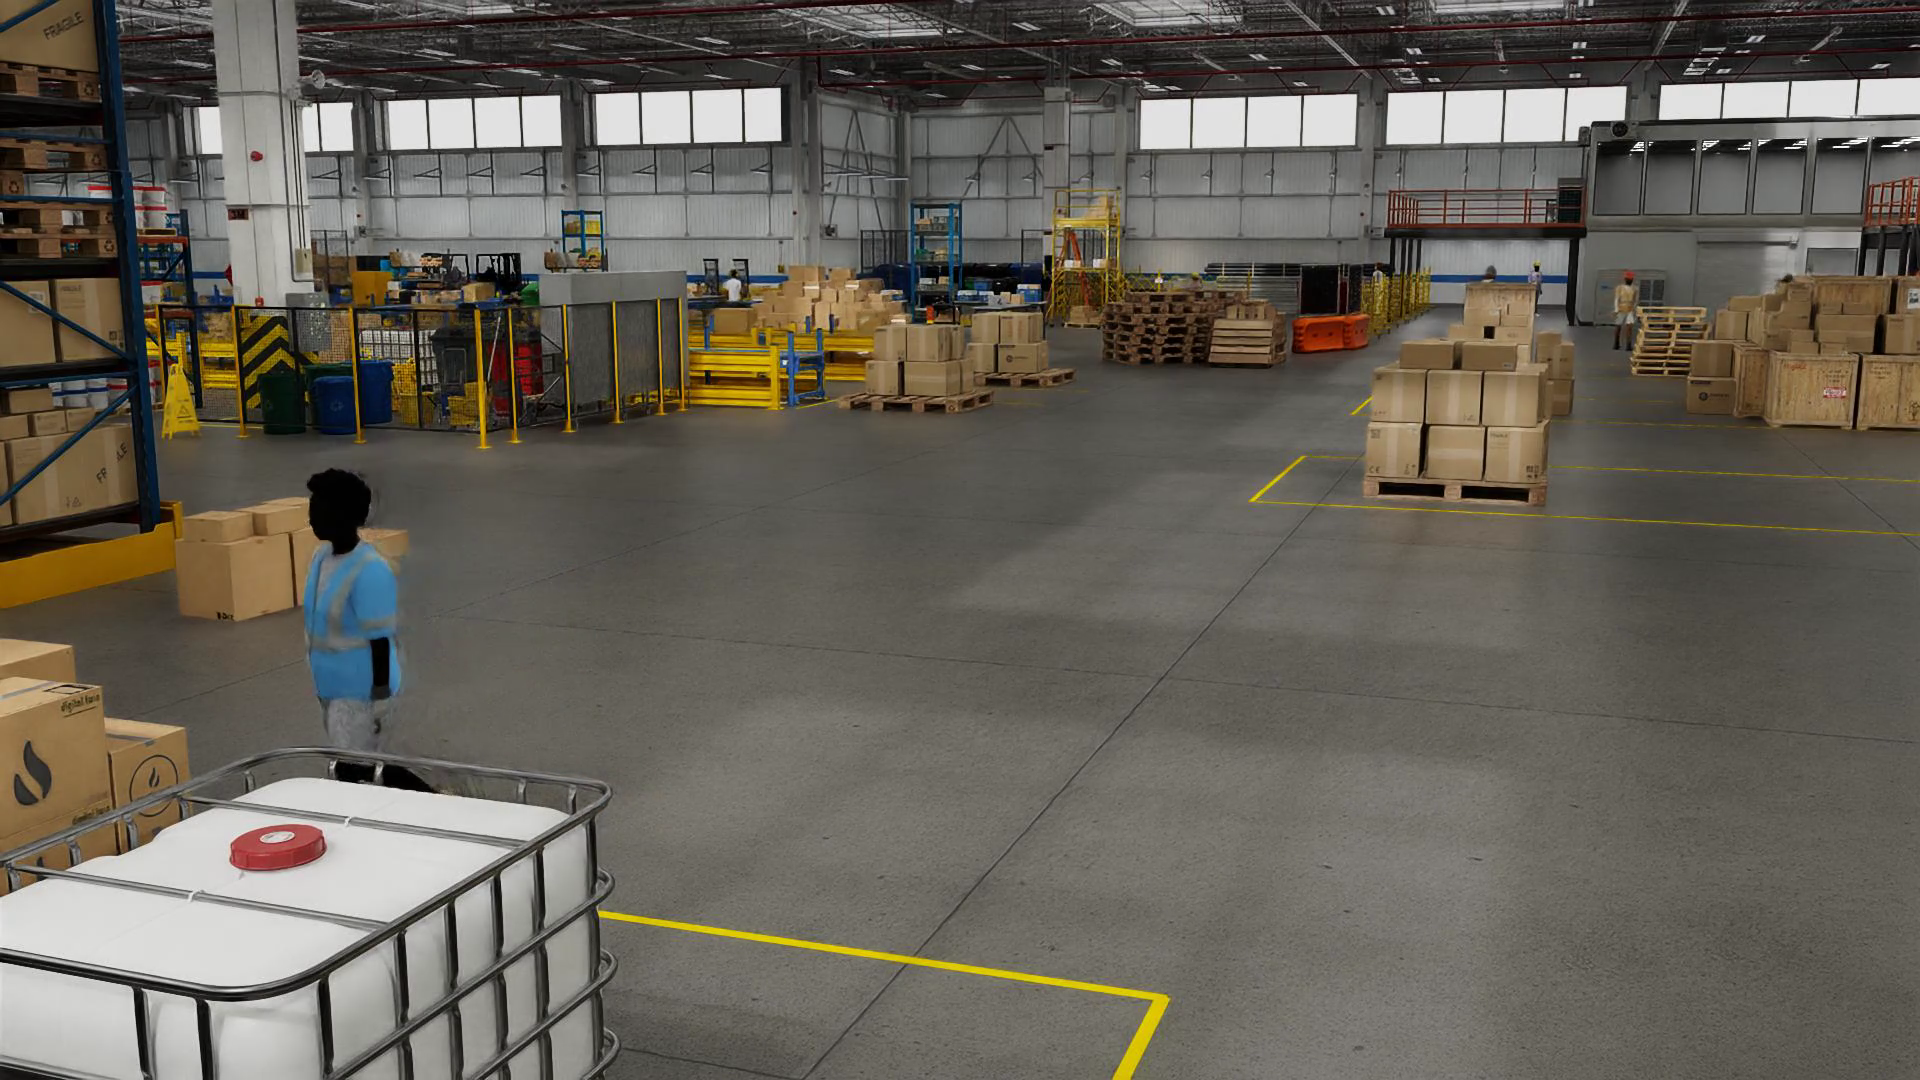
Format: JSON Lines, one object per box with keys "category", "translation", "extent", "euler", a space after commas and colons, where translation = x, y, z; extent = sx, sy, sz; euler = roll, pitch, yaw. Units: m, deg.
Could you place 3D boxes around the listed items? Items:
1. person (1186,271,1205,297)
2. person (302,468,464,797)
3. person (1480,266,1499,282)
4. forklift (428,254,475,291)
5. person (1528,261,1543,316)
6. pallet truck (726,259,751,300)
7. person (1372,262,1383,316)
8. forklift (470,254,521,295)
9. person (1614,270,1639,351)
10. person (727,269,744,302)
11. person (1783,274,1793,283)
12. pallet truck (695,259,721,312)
{"category": "person", "translation": [6.646, -6.690, 46.925], "extent": [0.530, 1.755, 0.363], "euler": [6, 12, 32]}
{"category": "person", "translation": [-2.275, 0.541, 6.403], "extent": [0.707, 1.674, 0.541], "euler": [-9, 14, -42]}
{"category": "person", "translation": [12.201, -5.298, 38.272], "extent": [0.689, 2.000, 0.759], "euler": [7, 13, 36]}
{"category": "forklift", "translation": [-20.133, -10.254, 65.465], "extent": [1.157, 1.987, 2.680], "euler": [3, 11, 19]}
{"category": "person", "translation": [20.196, -8.817, 58.400], "extent": [0.588, 1.930, 0.361], "euler": [-4, 11, -22]}
{"category": "pallet truck", "translation": [-7.986, -9.493, 62.019], "extent": [0.823, 1.965, 1.885], "euler": [3, 11, 17]}
{"category": "person", "translation": [14.680, -8.787, 58.362], "extent": [0.344, 1.882, 0.585], "euler": [-3, 11, -17]}
{"category": "forklift", "translation": [-17.990, -10.121, 64.684], "extent": [1.157, 1.987, 2.680], "euler": [3, 11, 17]}
{"category": "person", "translation": [15.811, -5.450, 39.495], "extent": [0.566, 1.915, 0.786], "euler": [2, 10, 12]}
{"category": "person", "translation": [-6.375, -6.726, 46.889], "extent": [0.521, 1.844, 0.806], "euler": [7, 12, 33]}
{"category": "person", "translation": [16.628, -4.426, 33.706], "extent": [0.703, 1.923, 0.639], "euler": [4, 11, 20]}
{"category": "pallet truck", "translation": [-9.165, -9.627, 62.776], "extent": [0.823, 1.965, 1.885], "euler": [4, 11, 23]}
